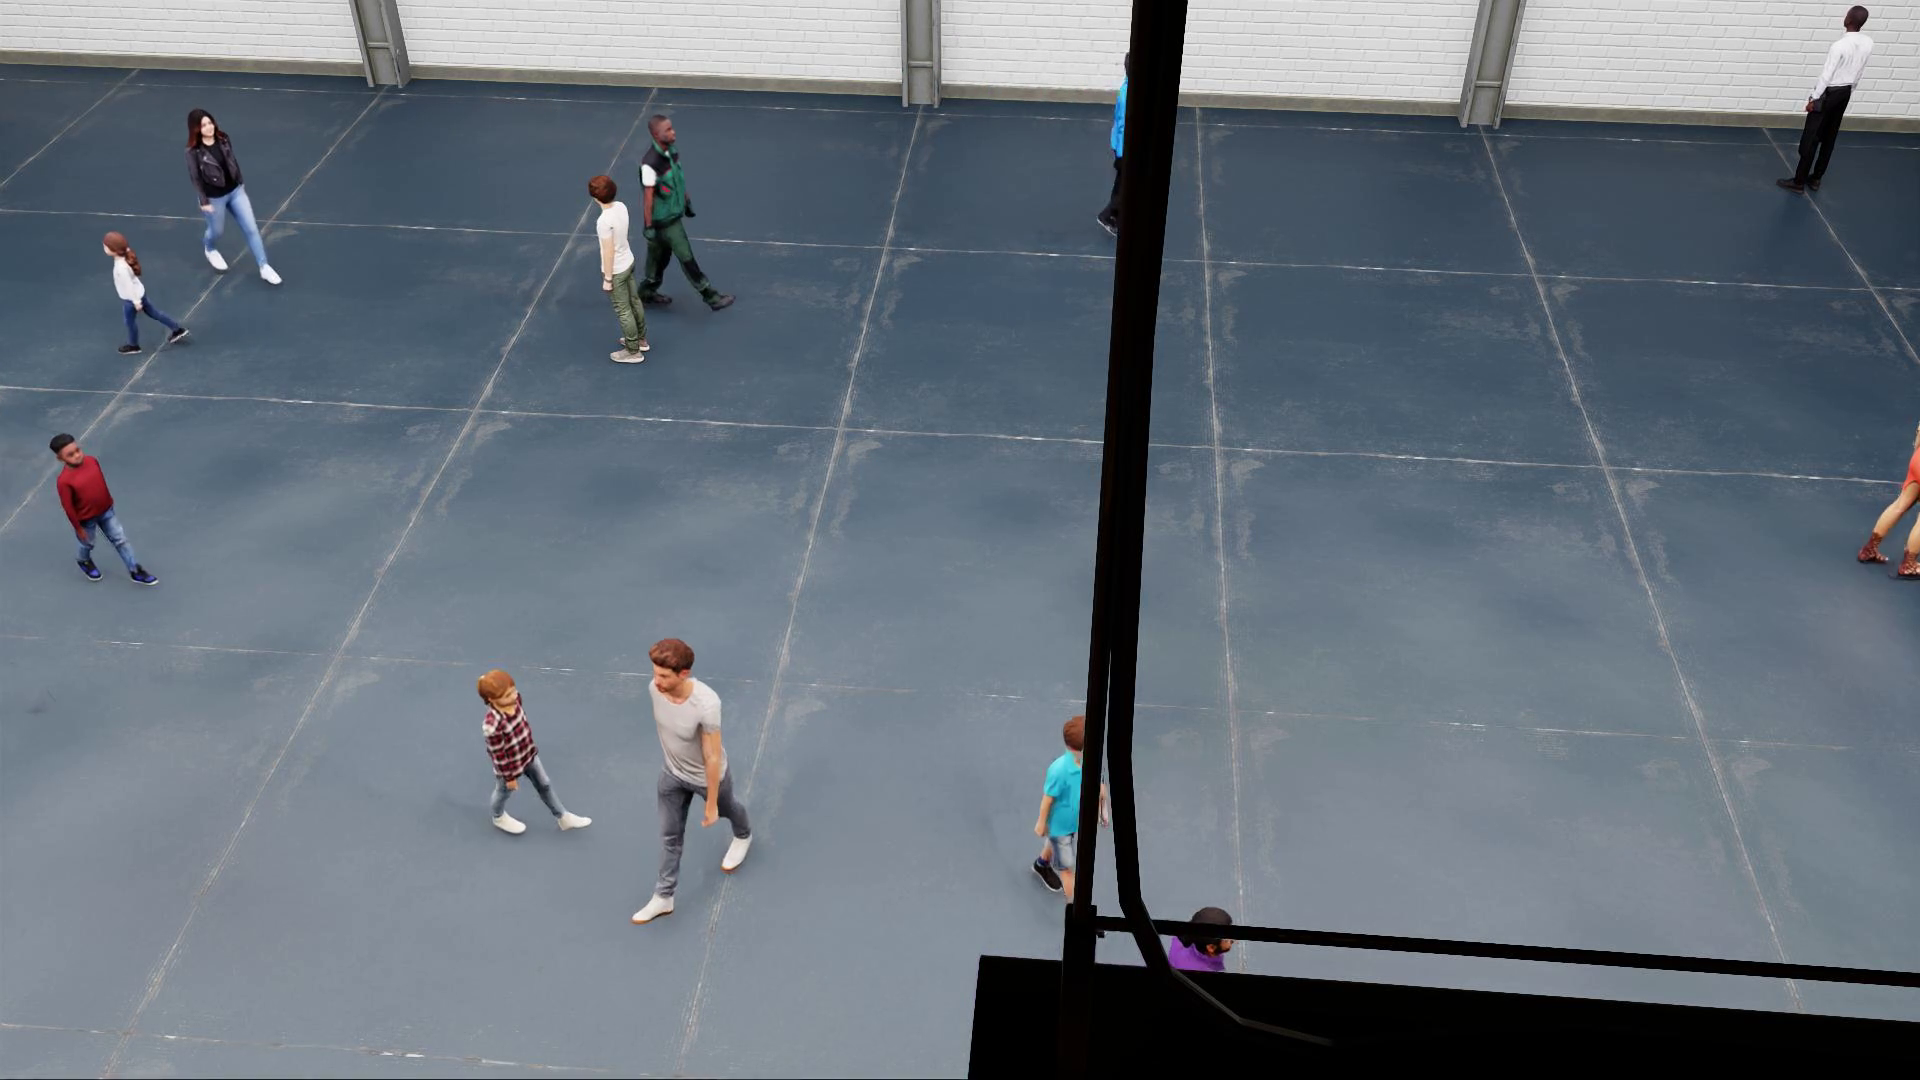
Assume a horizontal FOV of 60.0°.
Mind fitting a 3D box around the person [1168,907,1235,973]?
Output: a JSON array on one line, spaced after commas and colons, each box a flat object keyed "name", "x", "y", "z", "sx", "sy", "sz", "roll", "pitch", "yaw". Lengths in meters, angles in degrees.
[{"name": "person", "x": 1.017, "y": 2.357, "z": 7.872, "sx": 1.189, "sy": 1.741, "sz": 0.787, "roll": -4, "pitch": 39, "yaw": -4}]

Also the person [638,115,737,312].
[{"name": "person", "x": -2.592, "y": -2.764, "z": 14.248, "sx": 1.196, "sy": 1.787, "sz": 0.800, "roll": 8, "pitch": 39, "yaw": 9}]

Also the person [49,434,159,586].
[{"name": "person", "x": -6.050, "y": -0.211, "z": 11.486, "sx": 0.925, "sy": 1.244, "sz": 0.700, "roll": 17, "pitch": 42, "yaw": 20}]

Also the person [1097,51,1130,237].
[{"name": "person", "x": 1.445, "y": -3.646, "z": 15.354, "sx": 0.633, "sy": 1.785, "sz": 0.615, "roll": 6, "pitch": 39, "yaw": 7}]

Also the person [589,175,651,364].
[{"name": "person", "x": -2.809, "y": -2.233, "z": 13.690, "sx": 0.572, "sy": 1.653, "sz": 0.612, "roll": 9, "pitch": 39, "yaw": 11}]

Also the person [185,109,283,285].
[{"name": "person", "x": -6.605, "y": -3.055, "z": 14.768, "sx": 1.212, "sy": 1.593, "sz": 1.019, "roll": 24, "pitch": 44, "yaw": 27}]

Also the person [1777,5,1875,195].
[{"name": "person", "x": 8.416, "y": -4.250, "z": 16.069, "sx": 0.629, "sy": 1.837, "sz": 0.774, "roll": -13, "pitch": 40, "yaw": -16}]

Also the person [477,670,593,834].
[{"name": "person", "x": -2.657, "y": 1.240, "z": 9.644, "sx": 0.905, "sy": 1.275, "sz": 0.672, "roll": 12, "pitch": 40, "yaw": 14}]

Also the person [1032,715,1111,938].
[{"name": "person", "x": 0.549, "y": 1.477, "z": 9.236, "sx": 0.903, "sy": 1.415, "sz": 0.978, "roll": -28, "pitch": 46, "yaw": -31}]

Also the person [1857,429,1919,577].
[{"name": "person", "x": 6.676, "y": -0.481, "z": 11.444, "sx": 0.797, "sy": 1.718, "sz": 0.711, "roll": -7, "pitch": 39, "yaw": -9}]

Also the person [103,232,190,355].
[{"name": "person", "x": -6.871, "y": -2.080, "z": 13.953, "sx": 0.853, "sy": 1.086, "sz": 0.642, "roll": -10, "pitch": 40, "yaw": -12}]

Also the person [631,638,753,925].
[{"name": "person", "x": -1.397, "y": 1.228, "z": 9.201, "sx": 1.213, "sy": 1.847, "sz": 1.079, "roll": 20, "pitch": 43, "yaw": 23}]
